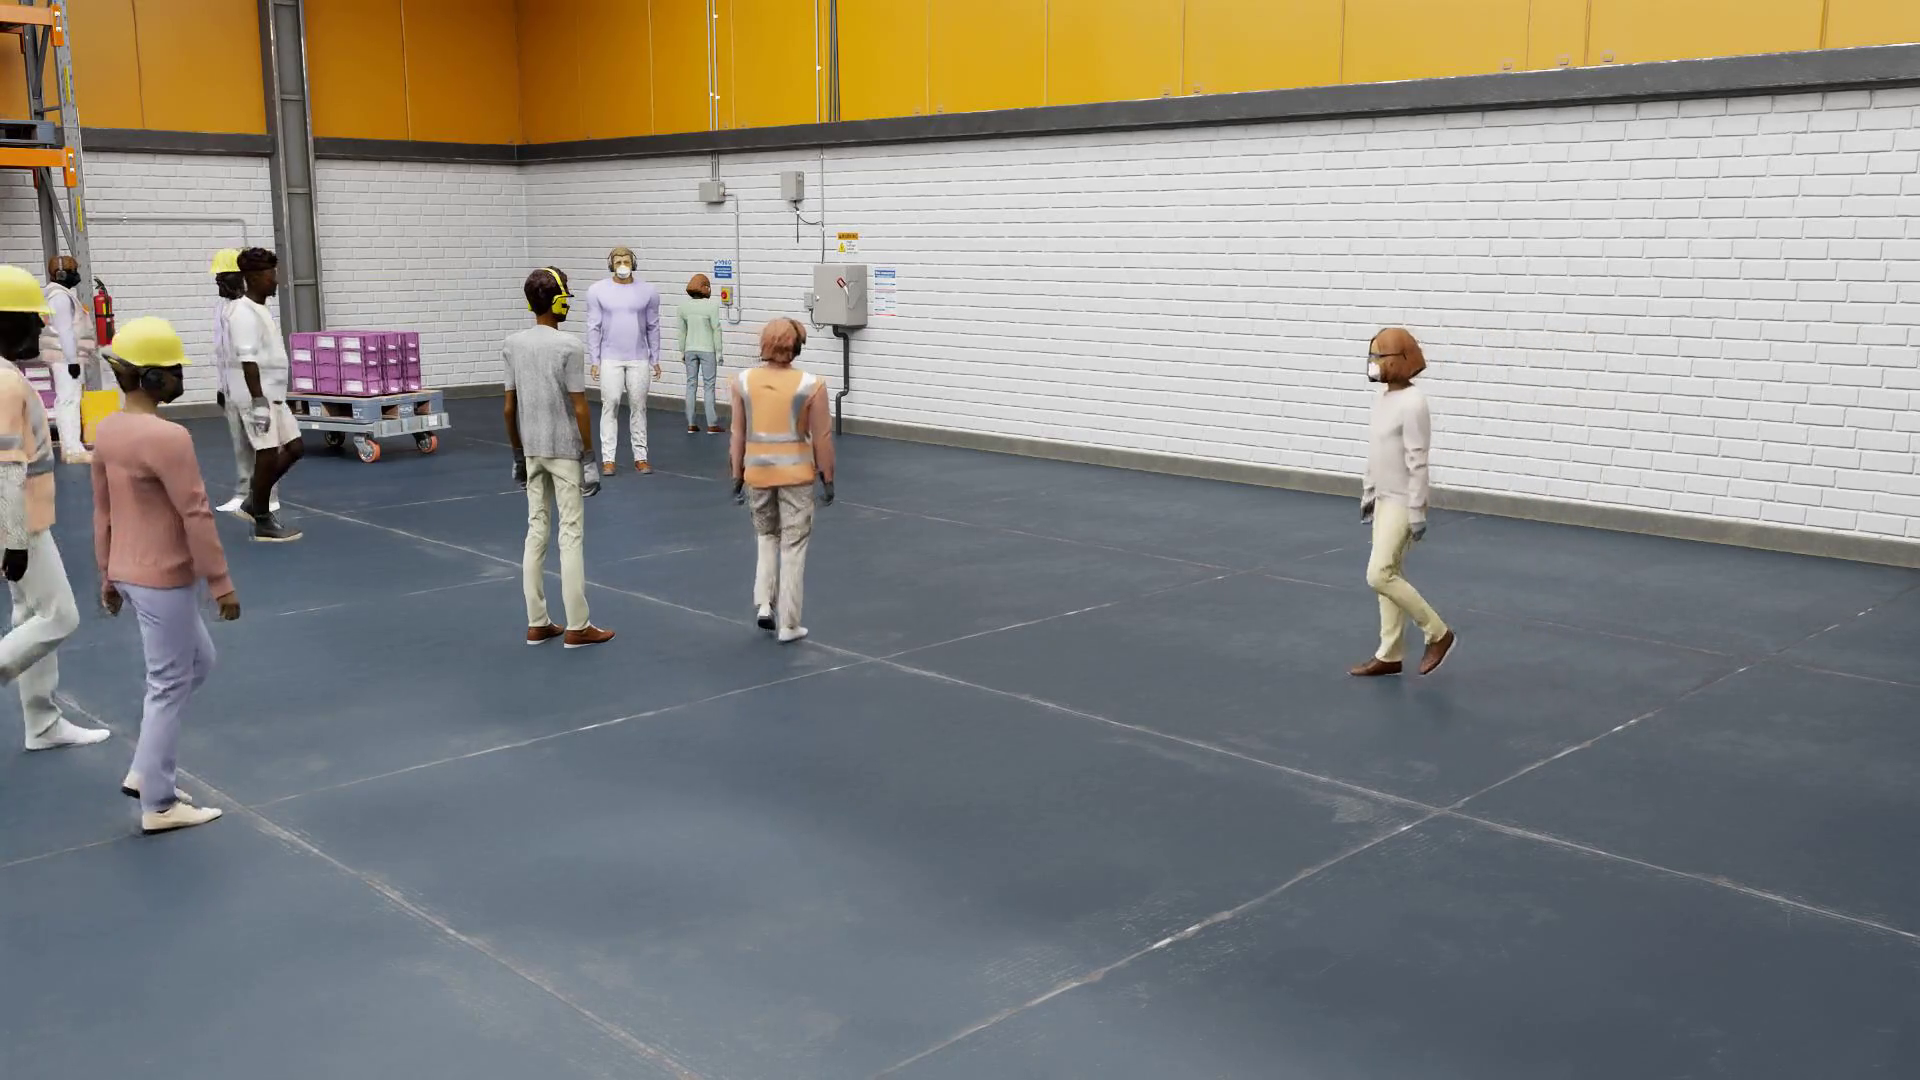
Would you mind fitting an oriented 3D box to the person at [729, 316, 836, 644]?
[{"bbox_3d":[-0.875,-0.295,8.285,0.538,1.623,0.386,3,11,15],"label":"person"}]

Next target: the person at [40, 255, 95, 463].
[{"bbox_3d":[-7.957,-1.610,14.870,0.430,1.845,0.623,-6,12,-31],"label":"person"}]

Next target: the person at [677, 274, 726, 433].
[{"bbox_3d":[-2.652,-1.905,17.041,0.498,1.633,0.279,4,11,21],"label":"person"}]

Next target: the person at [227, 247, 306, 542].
[{"bbox_3d":[-4.568,-0.947,10.955,0.424,1.945,0.628,-2,11,-9],"label":"person"}]

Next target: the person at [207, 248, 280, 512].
[{"bbox_3d":[-5.210,-1.140,12.073,0.589,1.927,0.368,6,12,31],"label":"person"}]

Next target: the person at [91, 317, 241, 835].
[{"bbox_3d":[-2.678,0.132,5.621,0.531,1.754,0.396,10,14,43],"label":"person"}]

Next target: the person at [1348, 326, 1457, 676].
[{"bbox_3d":[1.985,-0.150,7.521,0.390,1.625,0.513,0,10,-3],"label":"person"}]

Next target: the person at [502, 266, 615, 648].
[{"bbox_3d":[-1.998,-0.402,8.197,0.521,1.873,0.328,5,11,24],"label":"person"}]

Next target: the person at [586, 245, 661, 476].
[{"bbox_3d":[-2.838,-1.516,14.086,0.627,1.940,0.371,-3,11,-18],"label":"person"}]

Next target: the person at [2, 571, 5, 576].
[{"bbox_3d":[-5.797,-0.676,9.507,0.624,1.951,1.023,10,14,42],"label":"person"}]

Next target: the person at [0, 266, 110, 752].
[{"bbox_3d":[-3.651,-0.081,6.351,0.536,1.913,0.588,-8,13,-38],"label":"person"}]
